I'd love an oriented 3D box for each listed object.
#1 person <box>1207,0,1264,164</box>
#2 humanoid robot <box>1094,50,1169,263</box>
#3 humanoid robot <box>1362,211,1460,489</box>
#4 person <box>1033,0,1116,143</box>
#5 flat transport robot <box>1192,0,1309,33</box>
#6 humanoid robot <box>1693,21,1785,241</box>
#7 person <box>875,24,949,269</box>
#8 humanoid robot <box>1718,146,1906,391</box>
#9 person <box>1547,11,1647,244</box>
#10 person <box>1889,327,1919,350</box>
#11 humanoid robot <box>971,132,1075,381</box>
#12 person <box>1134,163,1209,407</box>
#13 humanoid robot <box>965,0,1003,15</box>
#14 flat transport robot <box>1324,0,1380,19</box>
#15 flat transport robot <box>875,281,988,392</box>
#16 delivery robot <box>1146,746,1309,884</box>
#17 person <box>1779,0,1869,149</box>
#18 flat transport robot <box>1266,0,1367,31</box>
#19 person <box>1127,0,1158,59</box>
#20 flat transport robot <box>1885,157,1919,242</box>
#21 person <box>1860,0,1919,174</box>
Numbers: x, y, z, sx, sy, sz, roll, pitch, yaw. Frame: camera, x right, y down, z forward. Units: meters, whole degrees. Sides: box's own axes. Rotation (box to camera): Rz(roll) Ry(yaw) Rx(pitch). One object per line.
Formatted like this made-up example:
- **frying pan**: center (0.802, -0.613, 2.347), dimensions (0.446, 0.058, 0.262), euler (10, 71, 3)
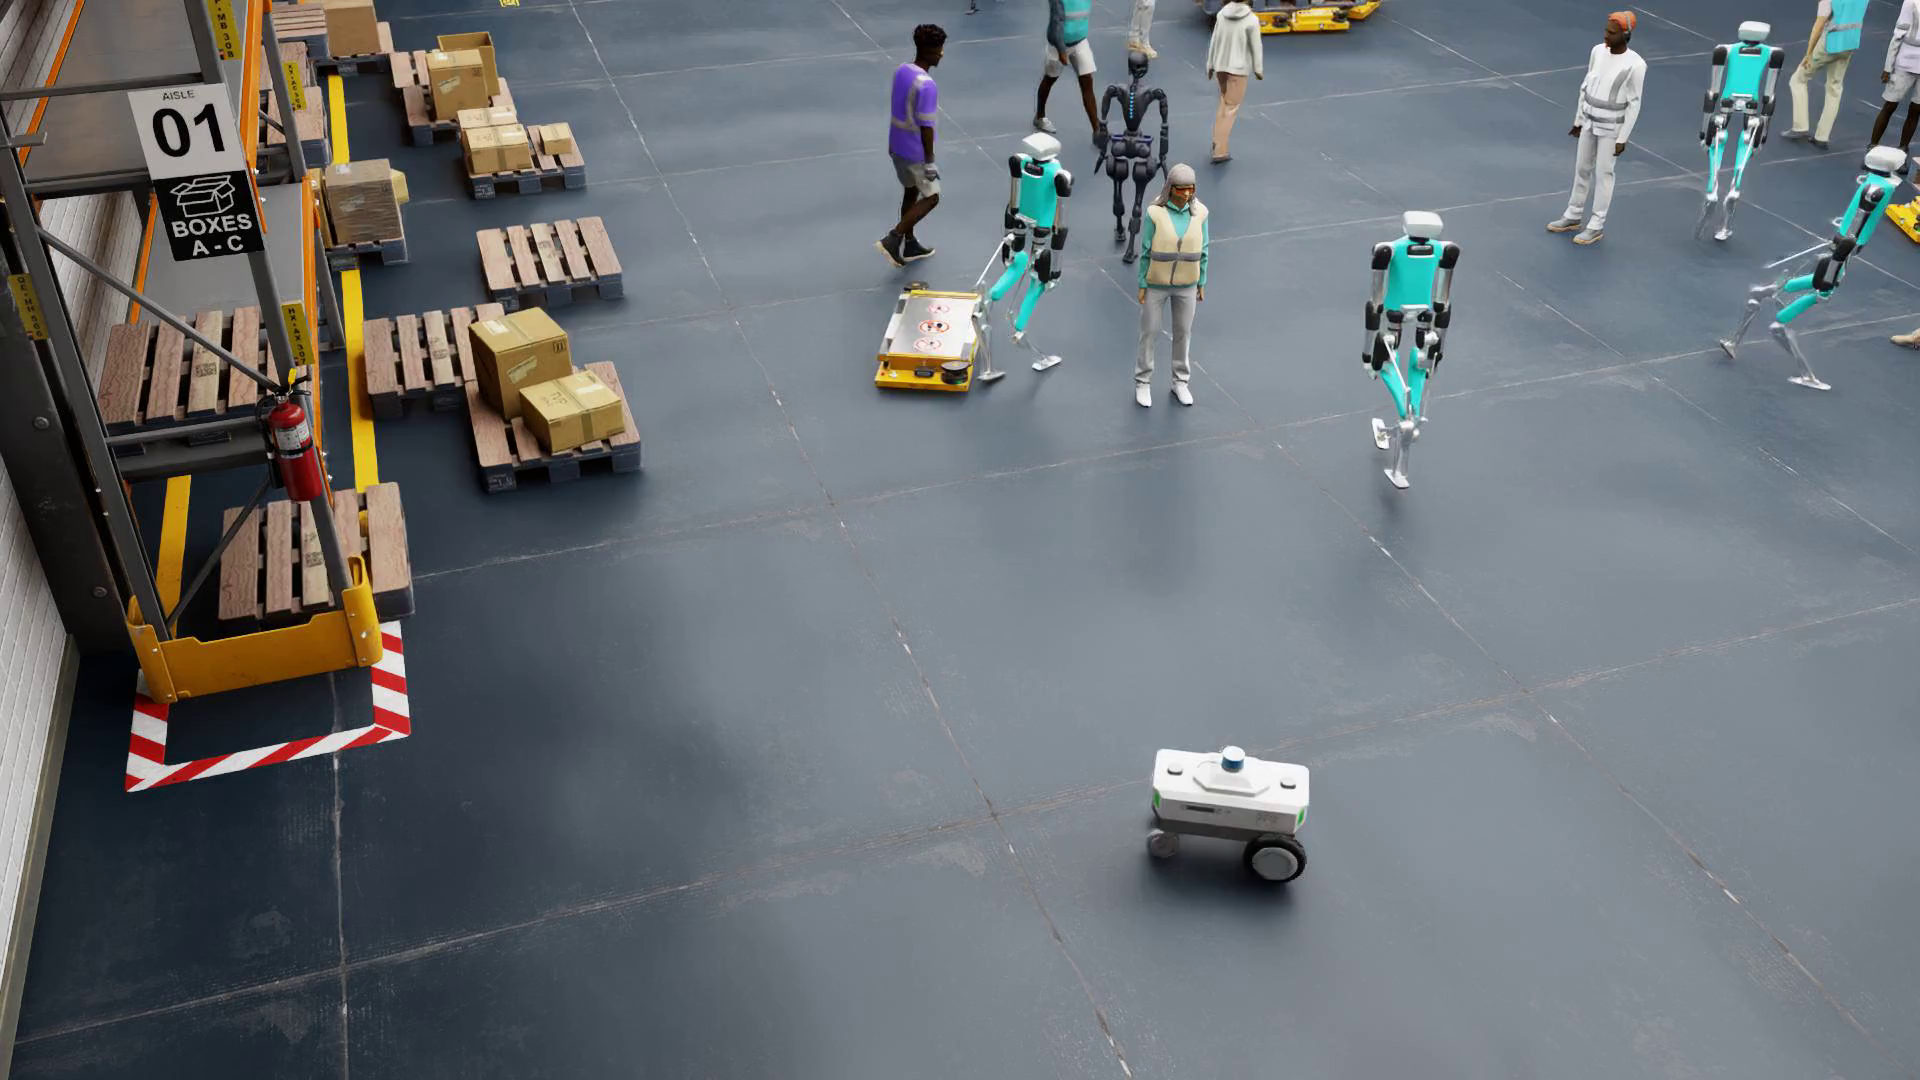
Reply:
- **person**: center (2.508, -4.269, 15.136), dimensions (0.470, 1.658, 0.551), euler (28, 42, 36)
- **humanoid robot**: center (1.386, -3.099, 13.334), dimensions (0.608, 1.630, 0.655), euler (7, 34, 11)
- **humanoid robot**: center (2.771, -1.085, 10.189), dimensions (0.539, 1.727, 1.019), euler (-3, 33, -5)
- **person**: center (1.052, -4.663, 15.521), dimensions (0.545, 1.889, 1.013), euler (-22, 39, -30)
- **flat transport robot**: center (3.283, -6.148, 19.288), dimensions (0.659, 0.231, 1.431), euler (-6, 34, -8)
- **humanoid robot**: center (6.248, -3.207, 13.478), dimensions (0.563, 1.820, 0.718), euler (11, 35, 17)
- **person**: center (-0.408, -3.066, 13.040), dimensions (0.613, 1.933, 0.646), euler (-18, 37, -25)
- **humanoid robot**: center (5.755, -1.913, 11.485), dimensions (0.976, 1.777, 0.546), euler (21, 39, 29)
- **person**: center (5.211, -3.345, 13.512), dimensions (0.350, 1.881, 0.575), euler (-13, 35, -20)
- **person**: center (7.262, -1.995, 11.644), dimensions (0.869, 1.656, 0.534), euler (19, 38, 26)
- **humanoid robot**: center (0.370, -1.853, 11.376), dimensions (0.924, 1.771, 0.554), euler (-28, 42, -36)
- **person**: center (1.414, -1.712, 11.170), dimensions (0.464, 1.706, 0.367), euler (-4, 33, -6)
- **humanoid robot**: center (0.293, -7.022, 19.400), dimensions (0.586, 1.642, 0.804), euler (12, 35, 18)
- **flat transport robot**: center (4.195, -6.439, 19.735), dimensions (1.431, 0.231, 0.659), euler (17, 37, 24)
- **flat transport robot**: center (-0.183, -1.495, 12.152), dimensions (0.659, 0.231, 1.431), euler (4, 33, 6)
- **delivery robot**: center (1.252, 1.217, 7.724), dimensions (0.788, 0.587, 0.499), euler (6, 34, 9)
- **person**: center (8.058, -4.562, 15.431), dimensions (0.604, 1.815, 0.539), euler (-10, 34, -14)
- **flat transport robot**: center (4.005, -6.238, 19.425), dimensions (0.659, 0.231, 1.431), euler (-4, 33, -6)
- **person**: center (2.047, -6.090, 17.753), dimensions (0.650, 1.846, 0.486), euler (26, 41, 34)
- **flat transport robot**: center (8.656, -2.683, 13.973), dimensions (1.431, 0.231, 0.659), euler (2, 33, 3)
- **person**: center (8.527, -4.210, 14.790), dimensions (0.550, 1.934, 0.371), euler (9, 34, 14)
